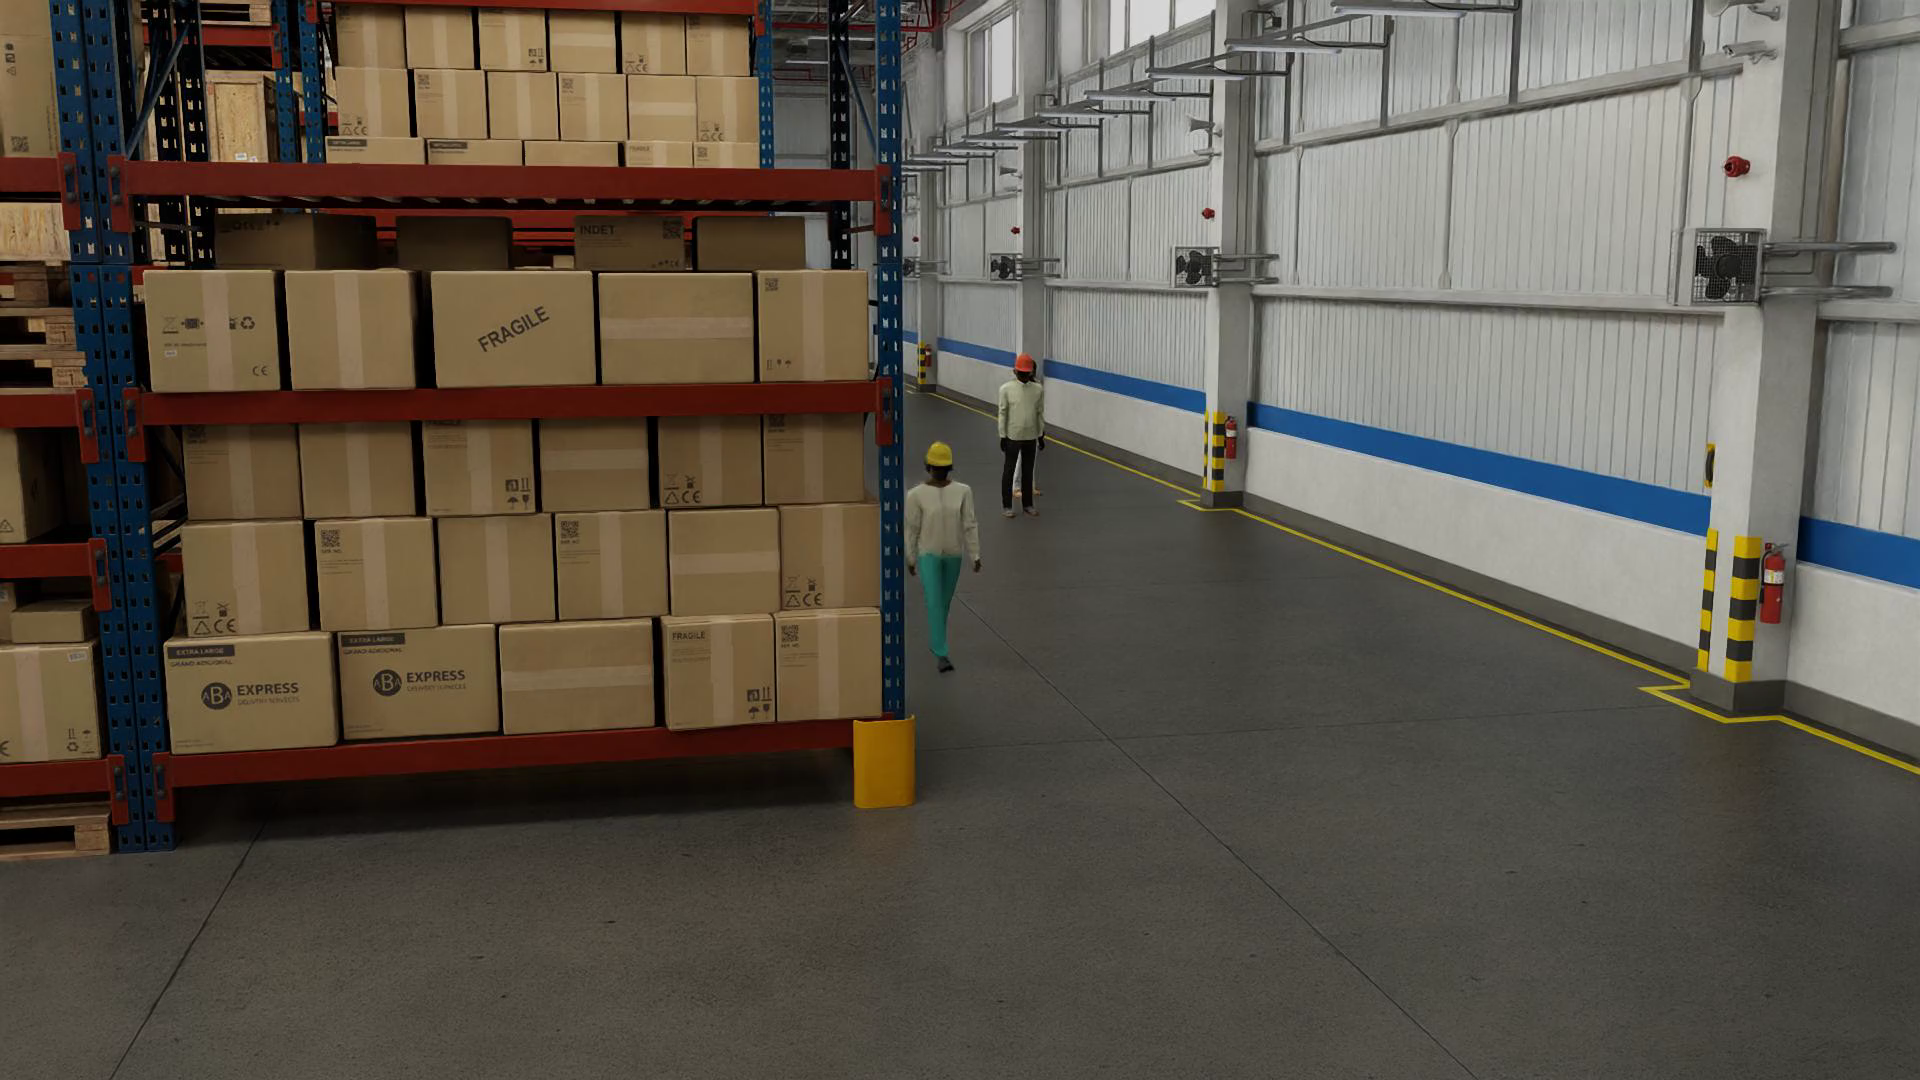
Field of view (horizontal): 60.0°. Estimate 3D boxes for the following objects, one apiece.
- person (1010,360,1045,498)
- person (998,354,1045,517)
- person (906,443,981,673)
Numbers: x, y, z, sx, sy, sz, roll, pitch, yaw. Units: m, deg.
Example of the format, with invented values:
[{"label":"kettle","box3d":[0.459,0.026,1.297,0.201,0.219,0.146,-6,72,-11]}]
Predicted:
[{"label":"person","box3d":[0.885,-1.473,21.954,0.631,1.837,0.428,-8,12,-40]},{"label":"person","box3d":[0.759,-1.268,20.250,0.613,1.985,0.402,-4,10,-22]},{"label":"person","box3d":[-0.131,0.117,12.622,0.526,1.719,0.912,-3,10,-20]}]
